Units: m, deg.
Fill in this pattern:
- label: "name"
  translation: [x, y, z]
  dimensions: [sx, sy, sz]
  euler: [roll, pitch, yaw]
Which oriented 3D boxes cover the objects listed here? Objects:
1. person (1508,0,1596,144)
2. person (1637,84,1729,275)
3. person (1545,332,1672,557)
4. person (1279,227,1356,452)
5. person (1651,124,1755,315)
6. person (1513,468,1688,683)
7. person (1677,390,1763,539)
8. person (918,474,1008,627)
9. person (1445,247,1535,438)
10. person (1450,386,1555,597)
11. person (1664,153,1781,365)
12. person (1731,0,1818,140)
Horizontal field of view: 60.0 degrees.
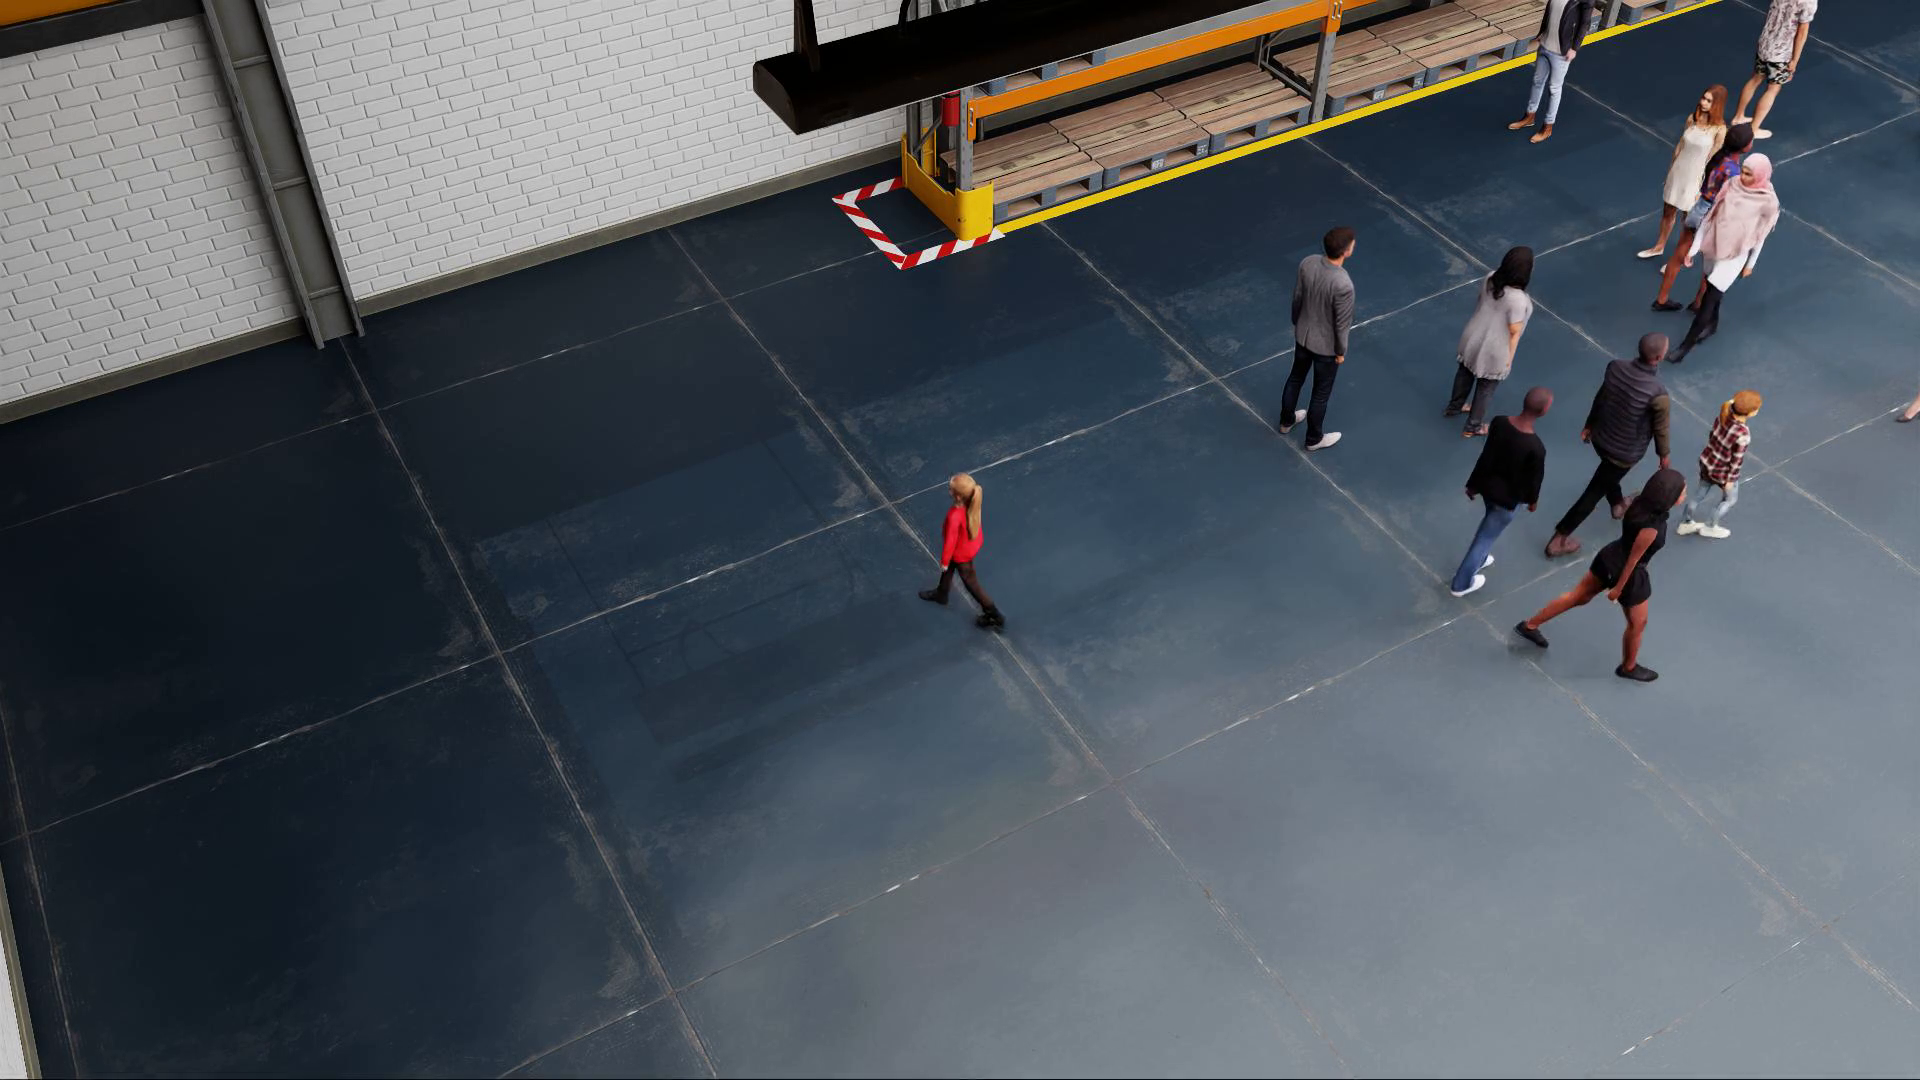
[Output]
- label: "person"
  translation: [5.620, -4.660, 15.636]
  dimensions: [0.536, 1.835, 0.650]
  euler: [-21, 47, -20]
- label: "person"
  translation: [6.174, -3.068, 14.054]
  dimensions: [0.502, 1.711, 0.553]
  euler: [-22, 48, -21]
- label: "person"
  translation: [4.436, -0.603, 11.415]
  dimensions: [1.203, 1.782, 0.833]
  euler: [-15, 46, -15]
- label: "person"
  translation: [2.662, -1.499, 12.291]
  dimensions: [0.613, 1.872, 0.713]
  euler: [-27, 50, -25]
- label: "person"
  translation: [5.979, -2.585, 13.536]
  dimensions: [0.863, 1.726, 0.753]
  euler: [-3, 44, -3]
- label: "person"
  translation: [4.141, 0.201, 10.636]
  dimensions: [1.177, 1.694, 1.105]
  euler: [11, 45, 11]
- label: "person"
  translation: [5.285, -0.516, 11.675]
  dimensions: [0.683, 1.299, 0.632]
  euler: [-7, 44, -8]
- label: "person"
  translation: [0.067, 0.087, 11.069]
  dimensions: [0.892, 1.261, 0.890]
  euler: [16, 46, 16]
- label: "person"
  translation: [3.975, -1.503, 12.490]
  dimensions: [0.677, 1.603, 0.645]
  euler: [-18, 46, -18]
- label: "person"
  translation: [3.544, -0.270, 11.104]
  dimensions: [0.690, 1.730, 0.590]
  euler: [-21, 47, -21]
- label: "person"
  translation: [6.116, -2.290, 13.198]
  dimensions: [1.104, 1.766, 0.690]
  euler: [-28, 50, -26]
- label: "person"
  translation: [7.706, -4.663, 15.657]
  dimensions: [0.639, 1.811, 0.715]
  euler: [-13, 45, -13]
